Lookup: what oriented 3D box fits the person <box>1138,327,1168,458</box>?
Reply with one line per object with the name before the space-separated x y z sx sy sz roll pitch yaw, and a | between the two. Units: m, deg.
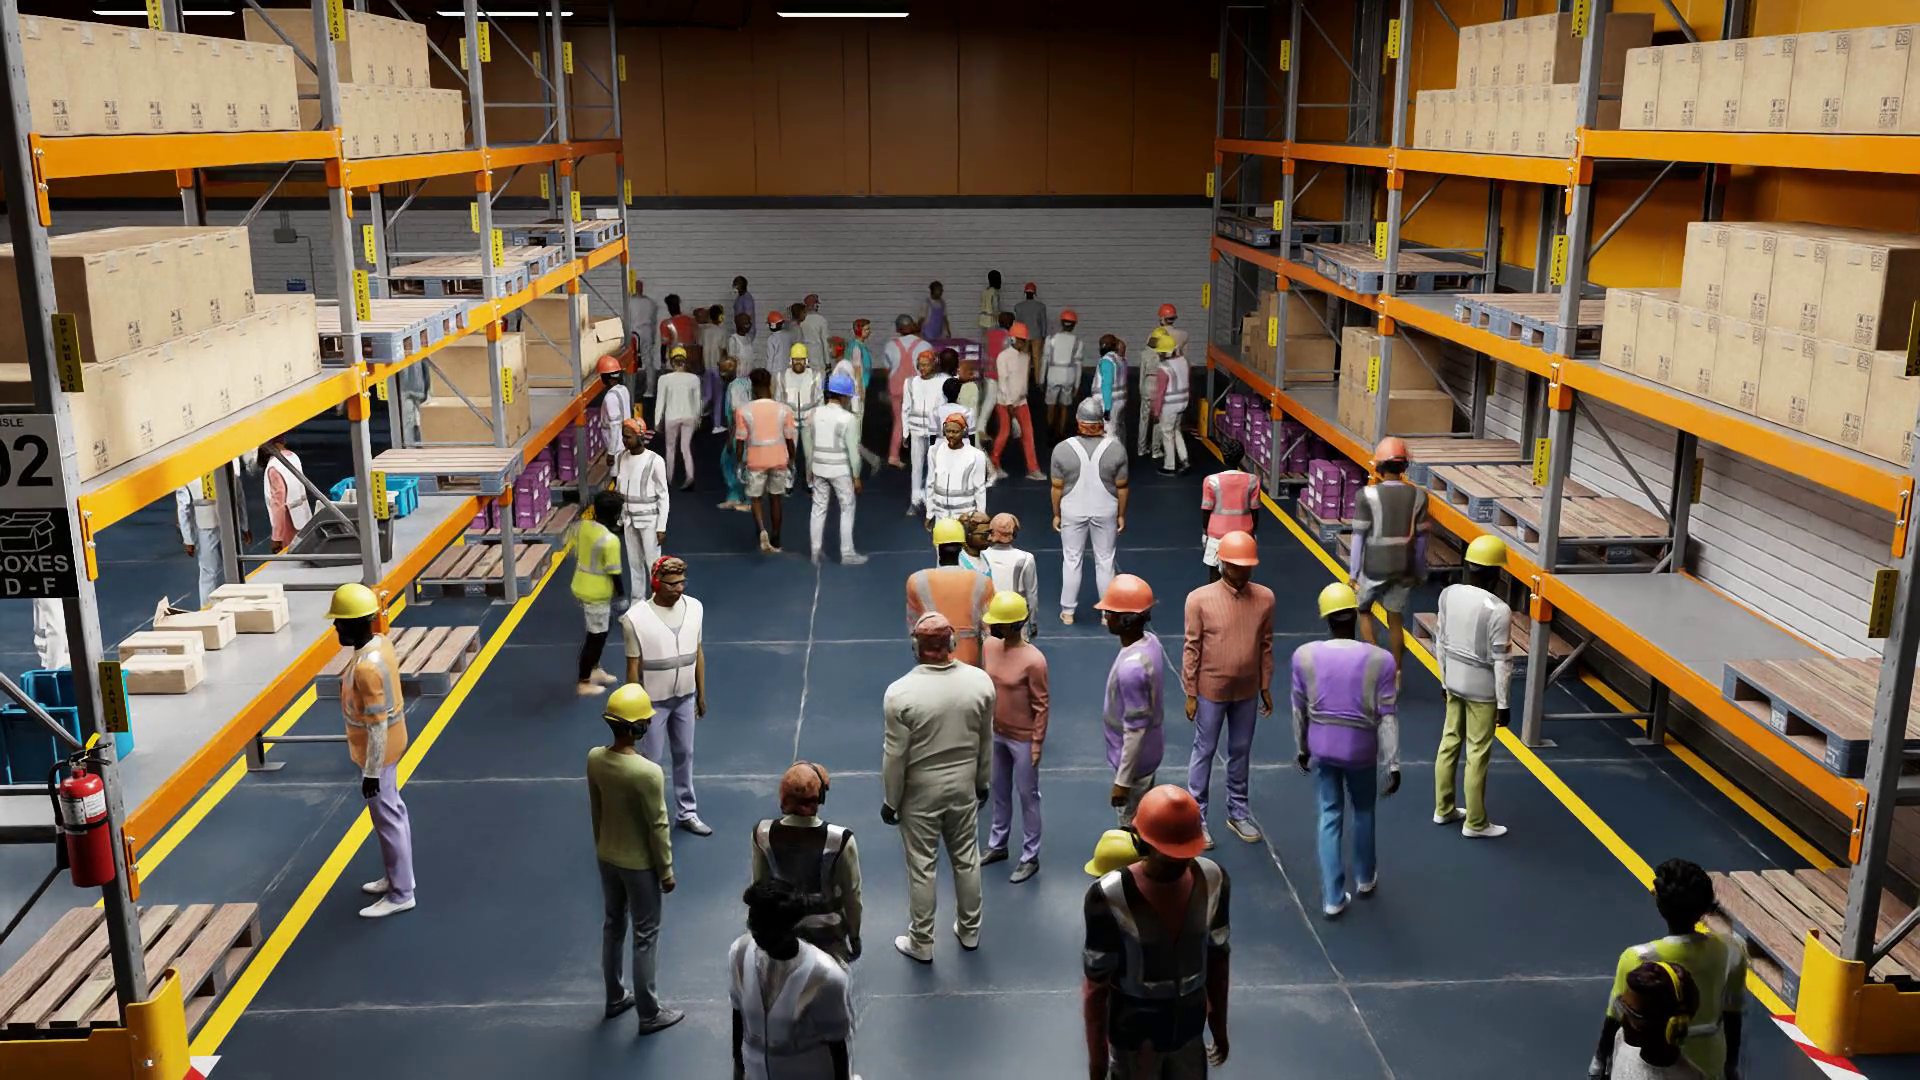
person | 2.597 -1.953 22.010 0.490 1.730 0.323 11 18 38

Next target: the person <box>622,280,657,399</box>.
person | -5.216 -3.231 26.725 0.678 1.870 0.918 -12 19 -40

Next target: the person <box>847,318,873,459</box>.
person | -1.340 -2.000 21.954 0.395 1.847 0.564 -1 14 -2

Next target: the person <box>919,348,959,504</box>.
person | -0.197 -1.220 18.784 0.504 1.901 0.608 -7 16 -25

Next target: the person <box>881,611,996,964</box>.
person | -0.133 1.308 8.855 0.646 1.904 0.401 -7 16 -26

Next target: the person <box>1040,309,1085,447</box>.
person | 1.371 -2.142 22.417 0.608 1.897 0.701 2 14 9

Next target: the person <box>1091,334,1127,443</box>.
person | 1.832 -1.628 20.604 0.433 1.808 0.752 4 15 16

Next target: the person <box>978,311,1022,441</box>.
person | 0.562 -2.267 23.109 0.933 1.805 0.640 -13 19 -42

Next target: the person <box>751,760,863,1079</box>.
person | -0.684 1.785 7.515 0.510 1.639 0.308 3 15 11

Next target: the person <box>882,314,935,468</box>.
person | -0.659 -1.944 21.352 0.699 2.000 0.825 2 14 7

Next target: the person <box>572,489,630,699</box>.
person | -2.770 0.417 12.840 0.518 1.654 0.557 -10 17 -34

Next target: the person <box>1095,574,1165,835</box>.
person | 0.915 1.180 9.081 0.396 2.044 0.609 3 15 13

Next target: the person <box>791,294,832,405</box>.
person | -2.161 -2.652 24.398 0.652 1.906 0.402 6 16 23

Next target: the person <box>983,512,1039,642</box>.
person | 0.325 0.605 12.146 0.512 1.639 0.311 5 15 18

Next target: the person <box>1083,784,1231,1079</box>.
person | 0.767 1.879 6.369 0.611 2.032 0.411 -5 15 -20

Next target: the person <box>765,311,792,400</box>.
person | -2.605 -2.378 23.653 0.345 1.743 0.555 7 16 26

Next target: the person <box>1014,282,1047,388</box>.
person | 1.167 -3.400 27.639 0.561 1.752 0.324 0 14 0

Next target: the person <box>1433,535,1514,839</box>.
person | 3.210 0.910 10.371 0.364 1.928 0.587 -8 16 -27

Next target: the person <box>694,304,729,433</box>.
person | -3.517 -2.402 23.537 0.536 1.849 0.548 7 16 27

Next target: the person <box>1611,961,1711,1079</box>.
person | 2.187 2.214 5.367 0.334 1.873 0.521 -3 15 -12

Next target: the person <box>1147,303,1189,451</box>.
person | 2.775 -2.181 22.372 0.622 1.992 0.386 -4 15 -15

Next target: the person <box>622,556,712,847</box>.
person | -1.814 0.981 10.283 0.561 1.836 0.394 -14 20 -43

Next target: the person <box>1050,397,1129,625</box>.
person | 1.143 -0.259 14.734 0.689 2.000 0.539 1 14 3

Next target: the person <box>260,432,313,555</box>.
person | -5.814 -0.105 14.400 0.400 1.908 0.602 -2 14 -9

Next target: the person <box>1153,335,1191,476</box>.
person | 2.636 -1.665 20.759 0.404 1.805 0.633 12 19 40

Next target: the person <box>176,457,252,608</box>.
person | -6.434 -0.089 14.349 0.409 1.907 0.597 10 17 34

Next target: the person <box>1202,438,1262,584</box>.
person | 2.374 -0.052 14.624 0.535 1.691 0.317 -1 14 -4

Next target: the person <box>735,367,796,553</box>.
person | -1.968 -0.787 17.006 0.639 1.941 0.608 -4 15 -17

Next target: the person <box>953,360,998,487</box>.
person | 0.106 -1.389 20.060 0.827 1.595 0.505 -12 19 -40

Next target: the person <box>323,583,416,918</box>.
person | -3.304 1.174 9.336 0.383 1.924 0.594 -4 15 -14

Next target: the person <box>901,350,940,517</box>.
person | -0.377 -1.197 18.730 0.584 1.882 0.349 3 15 11

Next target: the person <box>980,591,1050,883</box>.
person | 0.296 1.144 9.782 0.329 1.765 0.526 -13 19 -41

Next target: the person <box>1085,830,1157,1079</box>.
person | 0.644 1.966 6.553 0.320 1.765 0.533 -2 14 -7

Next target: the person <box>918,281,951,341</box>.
person | -0.458 -3.392 27.530 0.966 1.803 0.532 13 19 42

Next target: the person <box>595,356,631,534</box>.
person | -3.730 -1.030 17.980 0.376 1.933 0.544 1 14 3

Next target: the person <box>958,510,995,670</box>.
person | 0.091 0.696 11.375 0.345 1.846 0.508 5 15 19

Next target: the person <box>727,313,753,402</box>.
person | -2.972 -2.180 22.692 0.342 1.840 0.506 7 16 25

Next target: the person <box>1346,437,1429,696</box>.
person | 3.297 0.211 12.940 0.688 2.016 0.514 -3 15 -12

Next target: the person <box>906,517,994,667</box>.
person | -0.037 0.799 10.947 0.574 1.870 0.999 -4 15 -15

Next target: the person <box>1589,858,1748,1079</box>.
person | 2.737 2.018 6.551 0.559 1.653 0.859 -4 15 -15

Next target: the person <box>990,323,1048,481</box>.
person | 0.684 -1.715 20.608 0.801 1.960 0.627 14 20 43

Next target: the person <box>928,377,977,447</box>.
person | -0.079 -0.911 17.980 0.529 1.697 0.321 1 14 4

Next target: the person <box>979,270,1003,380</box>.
person | 0.543 -3.574 27.995 0.393 1.920 0.591 -5 15 -19

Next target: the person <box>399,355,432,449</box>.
person | -7.085 -1.913 21.486 0.622 1.913 0.631 -4 15 -15

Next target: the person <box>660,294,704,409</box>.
person | -4.061 -2.656 24.415 0.634 1.910 0.993 -13 19 -41

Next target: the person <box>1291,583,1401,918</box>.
person | 2.219 1.167 9.466 0.662 1.873 0.764 6 16 23

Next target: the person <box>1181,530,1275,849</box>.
person | 1.653 0.909 10.238 0.612 1.996 0.376 -5 15 -17

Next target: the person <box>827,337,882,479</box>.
person | -1.396 -1.594 20.418 0.779 1.822 0.574 -4 15 -14

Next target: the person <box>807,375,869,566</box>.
person | -1.264 -0.690 16.690 0.660 1.913 0.454 10 17 33

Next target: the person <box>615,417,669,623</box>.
person | -2.805 -0.152 14.629 0.583 1.882 0.337 10 17 34

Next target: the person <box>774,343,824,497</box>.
person | -1.899 -1.414 19.677 0.590 1.837 0.403 -1 14 -5

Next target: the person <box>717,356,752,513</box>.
person | -2.573 -1.193 18.861 0.643 1.808 0.596 -1 14 -5

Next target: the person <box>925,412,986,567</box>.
person | -0.041 -0.217 14.912 0.581 1.879 0.365 7 16 24

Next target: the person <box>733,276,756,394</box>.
person | -3.496 -3.322 26.995 0.370 1.925 0.639 -5 15 -20

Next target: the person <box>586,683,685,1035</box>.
person | -1.601 1.557 8.178 0.526 1.760 0.332 11 18 38

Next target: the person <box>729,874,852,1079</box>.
person | -0.619 2.047 6.428 0.588 1.677 0.486 7 16 25

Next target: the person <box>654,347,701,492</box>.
person | -3.384 -1.448 20.039 0.578 1.724 0.722 -5 15 -19

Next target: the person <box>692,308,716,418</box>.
person | -3.837 -2.656 24.943 0.314 1.641 0.515 9 17 30
